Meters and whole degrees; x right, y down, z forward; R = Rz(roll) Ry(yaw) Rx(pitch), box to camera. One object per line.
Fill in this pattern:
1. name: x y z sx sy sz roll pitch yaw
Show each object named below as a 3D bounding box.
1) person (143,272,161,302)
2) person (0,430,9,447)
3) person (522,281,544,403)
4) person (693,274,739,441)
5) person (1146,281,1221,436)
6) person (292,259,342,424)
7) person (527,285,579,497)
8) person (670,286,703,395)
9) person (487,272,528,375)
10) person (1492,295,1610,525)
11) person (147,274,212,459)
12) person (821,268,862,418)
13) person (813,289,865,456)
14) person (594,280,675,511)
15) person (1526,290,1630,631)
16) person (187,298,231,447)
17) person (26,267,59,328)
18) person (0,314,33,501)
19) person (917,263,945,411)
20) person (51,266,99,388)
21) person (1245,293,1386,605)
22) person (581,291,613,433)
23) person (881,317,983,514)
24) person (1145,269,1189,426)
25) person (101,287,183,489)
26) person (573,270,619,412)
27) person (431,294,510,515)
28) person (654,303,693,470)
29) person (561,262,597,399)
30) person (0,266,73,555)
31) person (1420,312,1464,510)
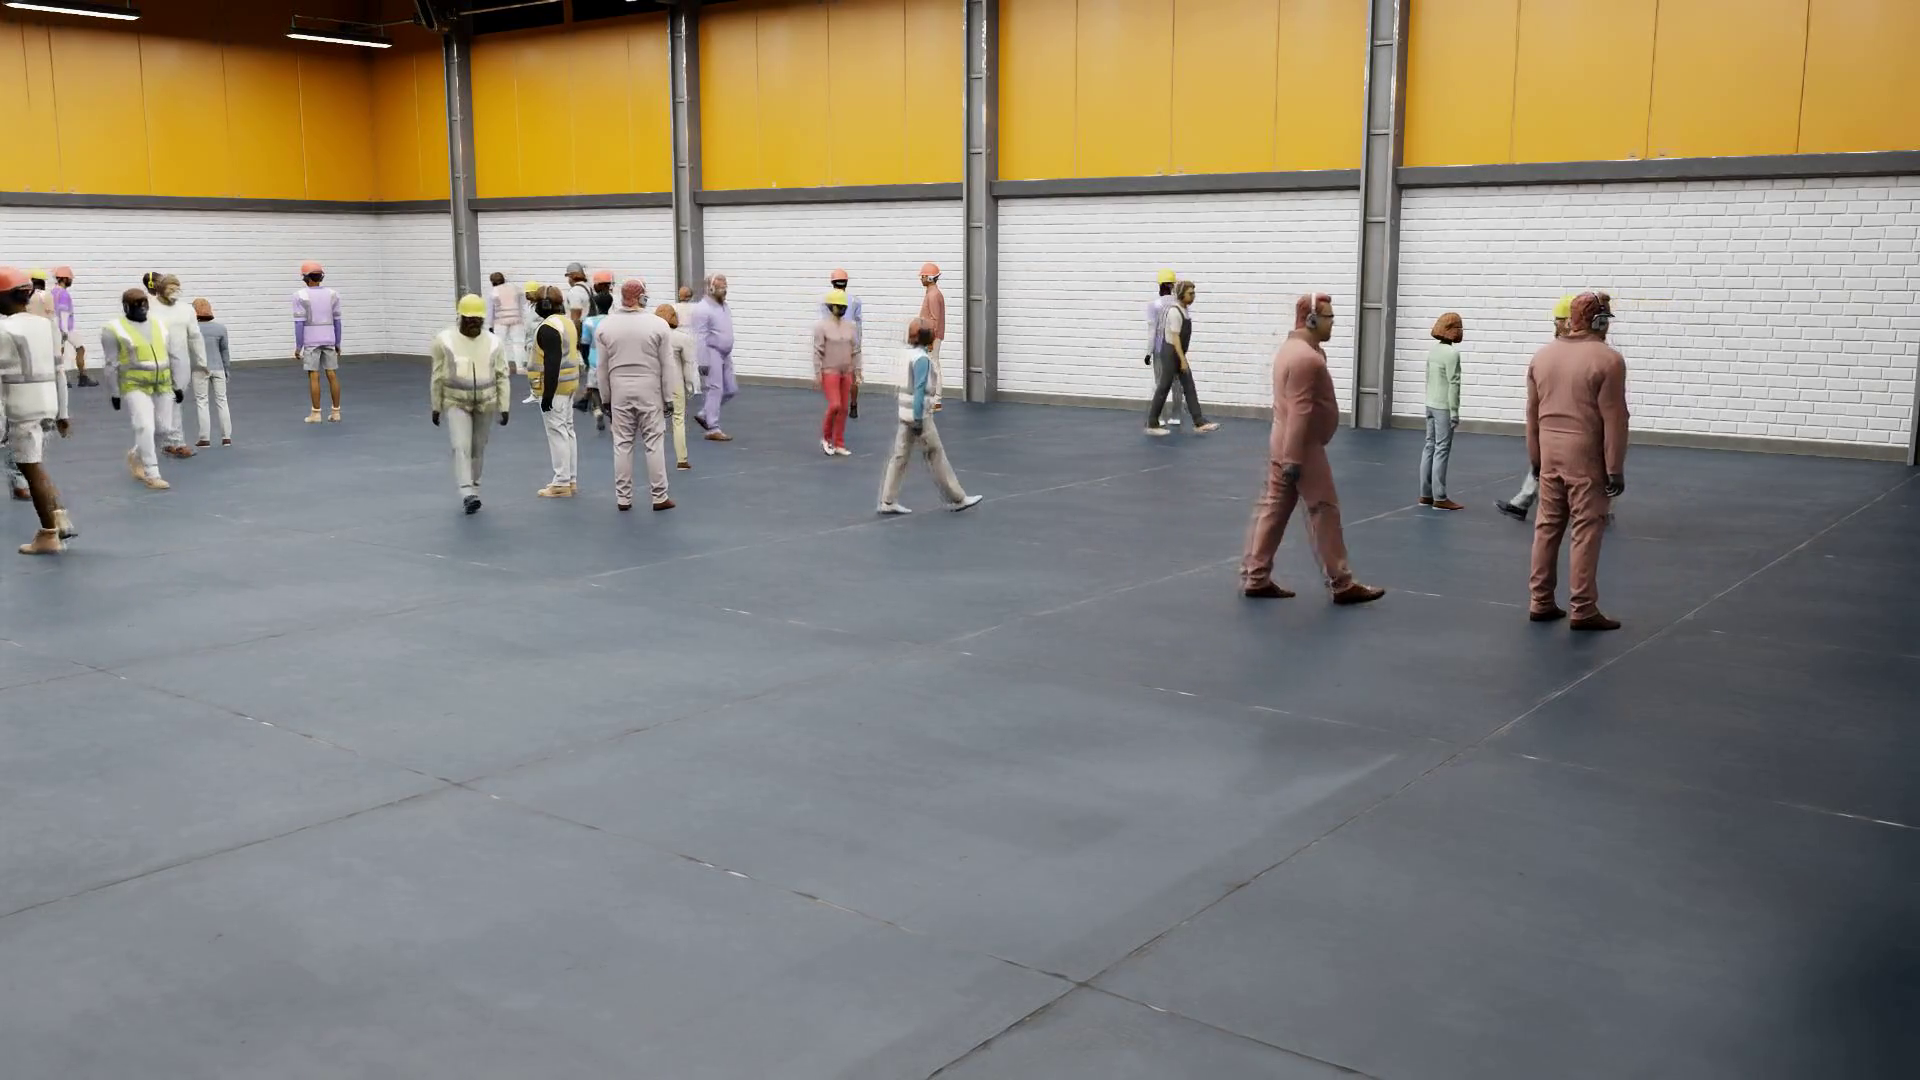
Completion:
1. person: -11.100 -2.754 22.936 0.317 1.869 0.530 -5 11 -26
2. person: -10.712 -1.910 17.975 0.862 1.889 0.591 -3 10 -19
3. person: -5.991 -2.792 23.530 0.487 1.741 0.313 6 11 31
4. person: -2.788 -2.066 18.867 0.470 1.889 0.656 3 10 19
5. person: 2.594 -2.087 19.252 0.920 1.798 0.571 5 11 26
6. person: -8.017 -2.466 20.751 0.369 2.046 0.606 9 13 42
7. person: -3.548 -1.295 14.521 0.429 1.841 0.633 0 10 1
8. person: -4.091 -2.982 24.929 0.522 1.640 0.306 0 10 -2
9. person: -7.902 -3.783 29.141 0.762 1.814 0.431 -7 12 -34
10. person: 4.684 -1.011 13.025 0.932 1.785 0.608 6 11 31
11. person: -8.108 -1.792 17.261 0.858 1.900 0.625 5 11 29
12. person: -1.529 -2.526 21.418 0.544 1.935 0.361 -3 10 -18
13. person: -1.274 -1.742 17.404 0.531 1.753 0.410 -8 13 -39
14. person: -2.657 -1.184 13.708 0.643 1.902 0.399 1 10 4
15. person: 3.510 -0.449 9.412 0.401 1.907 0.646 -5 11 -28
16. person: -8.261 -1.832 18.248 0.497 1.634 0.279 -9 13 -42
17. person: -13.620 -3.069 24.645 0.589 1.912 0.438 3 10 19
18. person: -8.269 -1.280 14.245 0.614 1.920 0.644 6 12 32
19. person: -0.391 -2.740 22.489 0.382 1.995 0.612 0 10 -2
20. person: -14.090 -3.366 26.363 0.551 1.905 0.792 8 13 39
21. person: 2.171 -0.540 10.043 0.909 1.868 0.692 0 10 3
22. person: -4.160 -2.072 19.513 0.539 1.680 0.572 -2 10 -12
23. person: -0.261 -0.996 13.471 0.844 1.589 0.543 -3 10 -14
24. person: 2.530 -2.357 20.458 0.584 1.927 0.367 -5 11 -27
25. person: -7.446 -1.386 15.130 0.765 1.817 0.634 6 11 32
26. person: -4.821 -2.655 22.292 0.974 1.890 0.555 0 10 2
27. person: -3.943 -1.092 13.508 0.604 1.779 0.925 -5 11 -29
28. person: -2.863 -1.494 16.273 0.507 1.635 0.272 0 10 0
29. person: -5.604 -3.052 24.175 0.845 2.000 0.700 2 10 12
30. person: -6.550 -0.891 11.653 0.490 2.026 0.628 1 10 6
31. person: 4.016 -1.070 13.817 0.285 1.633 0.501 -1 10 -8
